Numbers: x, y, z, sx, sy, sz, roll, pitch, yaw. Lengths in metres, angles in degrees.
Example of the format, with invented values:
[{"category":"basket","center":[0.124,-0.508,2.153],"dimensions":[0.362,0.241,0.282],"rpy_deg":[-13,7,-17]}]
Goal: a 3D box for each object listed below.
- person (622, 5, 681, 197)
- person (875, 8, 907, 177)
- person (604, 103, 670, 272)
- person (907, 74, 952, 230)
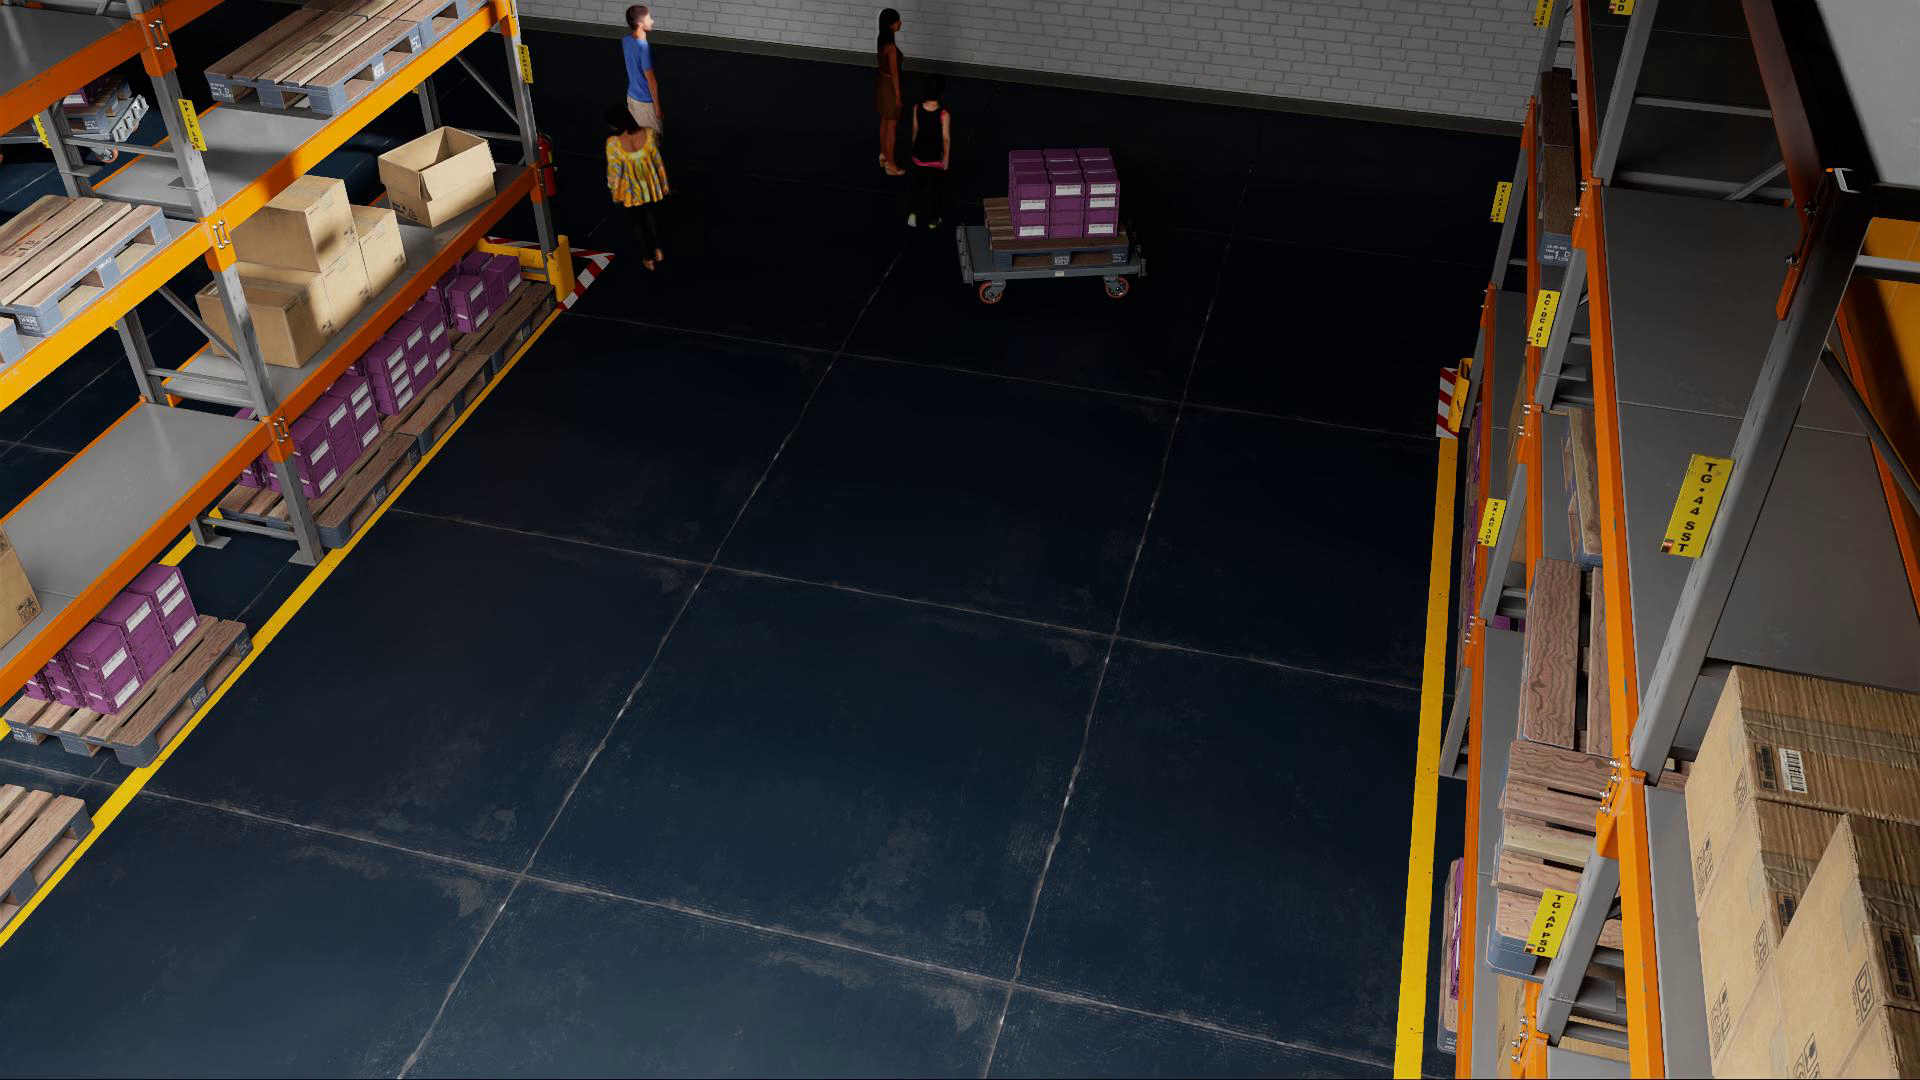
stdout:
[{"category":"person","center":[-3.087,-4.303,16.269],"dimensions":[0.766,1.862,0.729],"rpy_deg":[-24,44,-27]},{"category":"person","center":[-0.699,-4.487,16.639],"dimensions":[0.707,1.689,0.606],"rpy_deg":[-11,40,-13]},{"category":"person","center":[-2.882,-3.126,14.985],"dimensions":[0.871,1.625,0.930],"rpy_deg":[-17,42,-20]},{"category":"person","center":[-0.306,-3.604,15.654],"dimensions":[0.606,1.538,0.773],"rpy_deg":[14,41,16]}]
